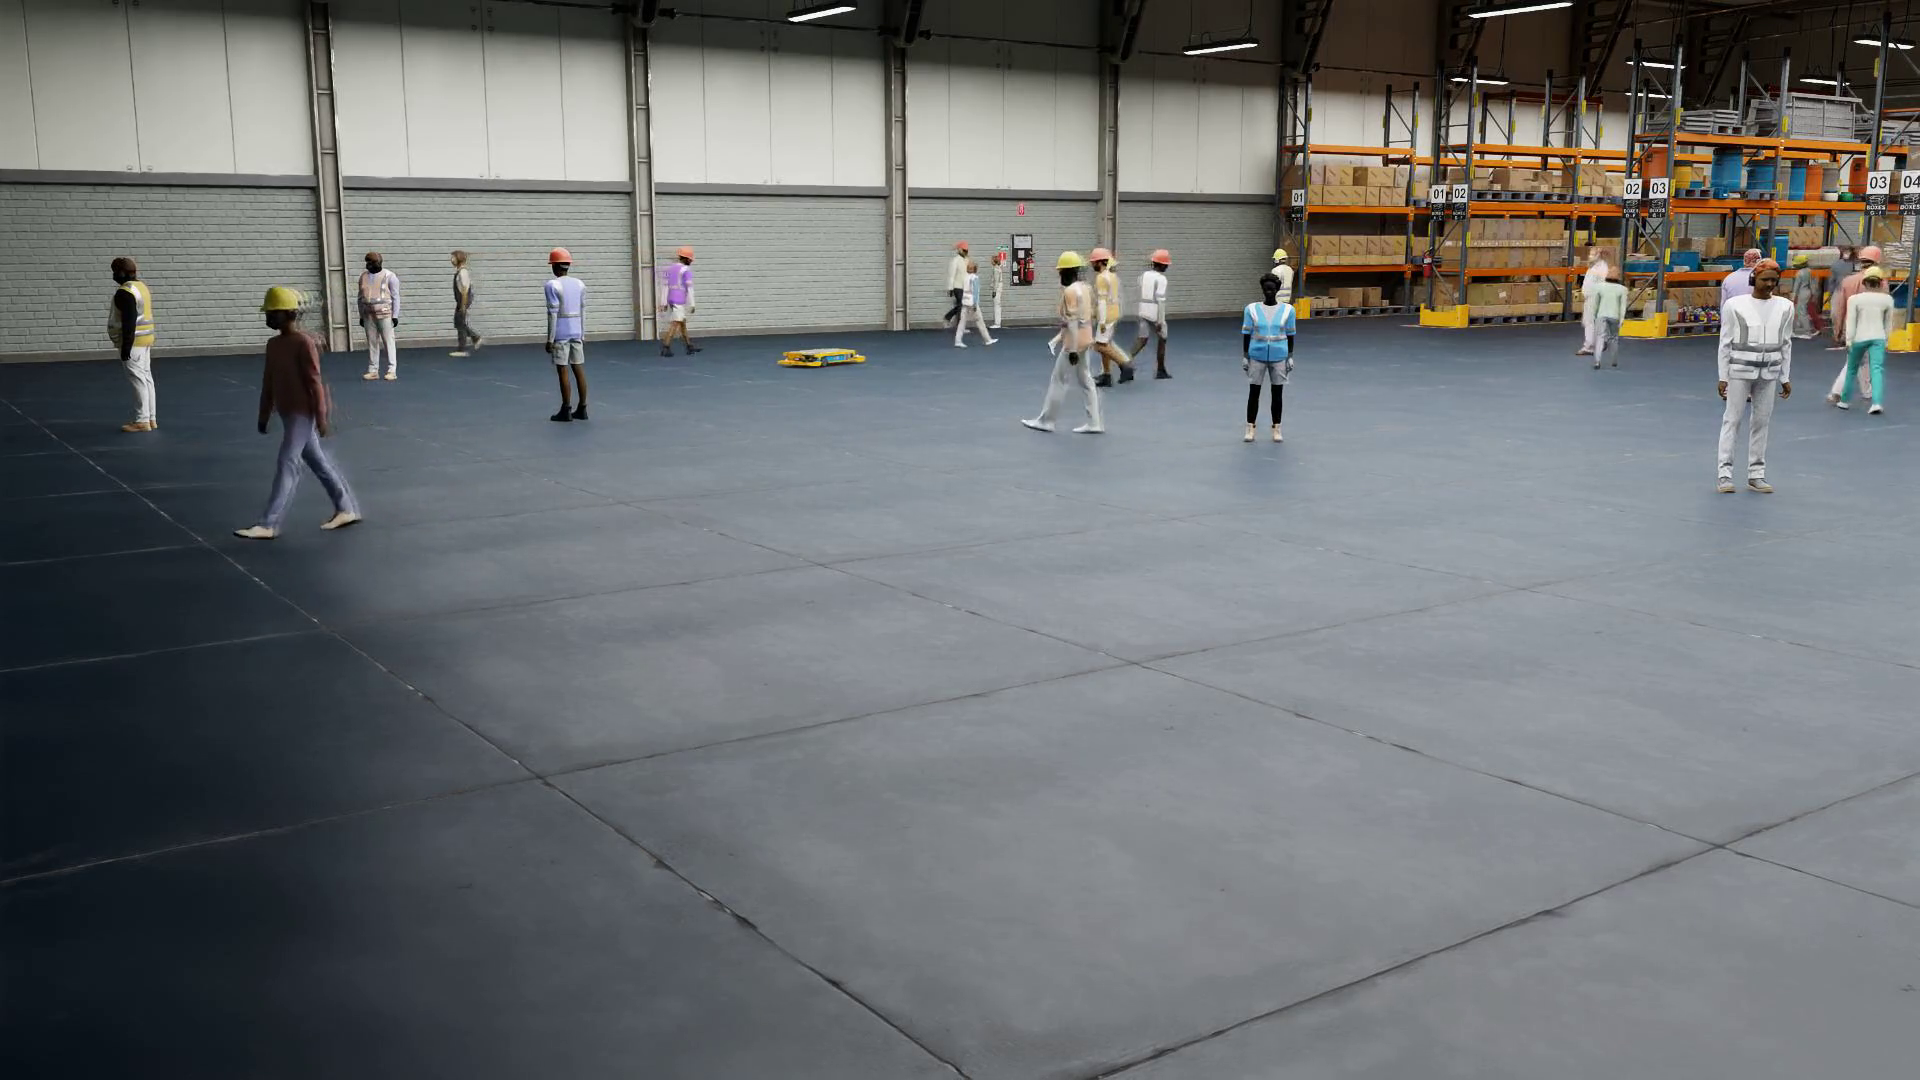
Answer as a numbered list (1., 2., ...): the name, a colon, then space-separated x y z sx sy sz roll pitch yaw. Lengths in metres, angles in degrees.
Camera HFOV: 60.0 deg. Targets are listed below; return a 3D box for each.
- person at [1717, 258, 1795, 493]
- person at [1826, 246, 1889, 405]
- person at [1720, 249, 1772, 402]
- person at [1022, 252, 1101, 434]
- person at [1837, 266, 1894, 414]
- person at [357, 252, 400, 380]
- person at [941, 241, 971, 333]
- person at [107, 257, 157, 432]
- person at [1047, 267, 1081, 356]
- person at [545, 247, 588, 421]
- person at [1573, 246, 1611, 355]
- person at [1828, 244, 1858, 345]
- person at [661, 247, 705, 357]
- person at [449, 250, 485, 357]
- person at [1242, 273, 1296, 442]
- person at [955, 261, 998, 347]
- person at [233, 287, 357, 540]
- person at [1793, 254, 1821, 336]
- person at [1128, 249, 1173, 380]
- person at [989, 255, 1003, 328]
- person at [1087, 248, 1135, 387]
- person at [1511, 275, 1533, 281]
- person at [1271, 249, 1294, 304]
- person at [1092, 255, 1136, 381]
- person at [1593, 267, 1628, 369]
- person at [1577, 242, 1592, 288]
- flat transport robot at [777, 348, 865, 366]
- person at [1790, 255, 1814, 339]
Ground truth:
1. person: 6.397 -1.316 13.400 0.572 1.886 0.356 0 10 2
2. person: 10.995 -2.603 20.286 1.028 1.951 0.631 -4 11 -21
3. person: 9.866 -2.684 20.844 0.399 1.907 0.644 -7 13 -34
4. person: 1.087 -2.058 17.437 0.910 1.885 0.619 4 11 21
5. person: 10.656 -2.343 19.513 0.527 1.714 0.940 2 11 11
6. person: -8.404 -3.229 24.011 0.634 1.839 0.429 2 11 12
7. person: -0.091 -5.432 35.706 0.696 1.979 0.638 5 11 24
8. person: -8.798 -2.072 17.667 0.429 1.839 0.634 -2 11 -10
9. person: 1.823 -3.858 28.043 0.655 1.622 0.516 2 10 9
10. person: -4.435 -2.296 18.627 0.376 1.936 0.549 7 13 34
11. person: 11.081 -4.162 28.972 0.619 1.892 0.660 1 10 6
12. person: 16.818 -4.653 31.599 0.450 1.922 0.629 -10 14 -43
13. person: -4.828 -4.111 28.718 0.992 1.873 0.575 -10 14 -42
14. person: -8.543 -4.068 28.618 0.508 1.835 0.529 -3 11 -18
15. person: 3.094 -1.822 16.689 0.537 1.695 0.321 2 10 9
16. person: 0.267 -4.398 31.093 0.864 1.591 0.529 -6 12 -30
17. person: -4.606 -0.875 11.437 0.539 1.708 0.935 9 14 40
18. person: 17.572 -5.097 34.616 0.940 1.707 0.534 -1 10 -5
19. person: 2.729 -3.223 23.885 0.927 1.889 0.585 -8 13 -37
20. person: 0.813 -5.588 37.483 0.308 1.645 0.514 1 10 3
21. person: 2.031 -3.029 22.718 0.638 1.909 0.591 3 11 18
22. person: 15.274 -7.060 45.071 0.971 1.827 0.532 -7 13 -35
23. person: 5.822 -4.382 30.353 0.404 1.830 0.601 10 14 43
24. person: 2.172 -3.159 23.677 0.562 1.818 0.629 3 11 14
25. person: 10.160 -3.476 26.050 0.512 1.590 0.858 5 12 28
26. person: 16.988 -7.108 45.059 0.392 1.920 0.587 -6 12 -30
27. flat transport robot: -2.225 -2.944 26.748 0.652 0.197 1.431 7 13 34
28. person: 17.028 -4.930 33.729 0.628 1.686 0.559 10 14 43
